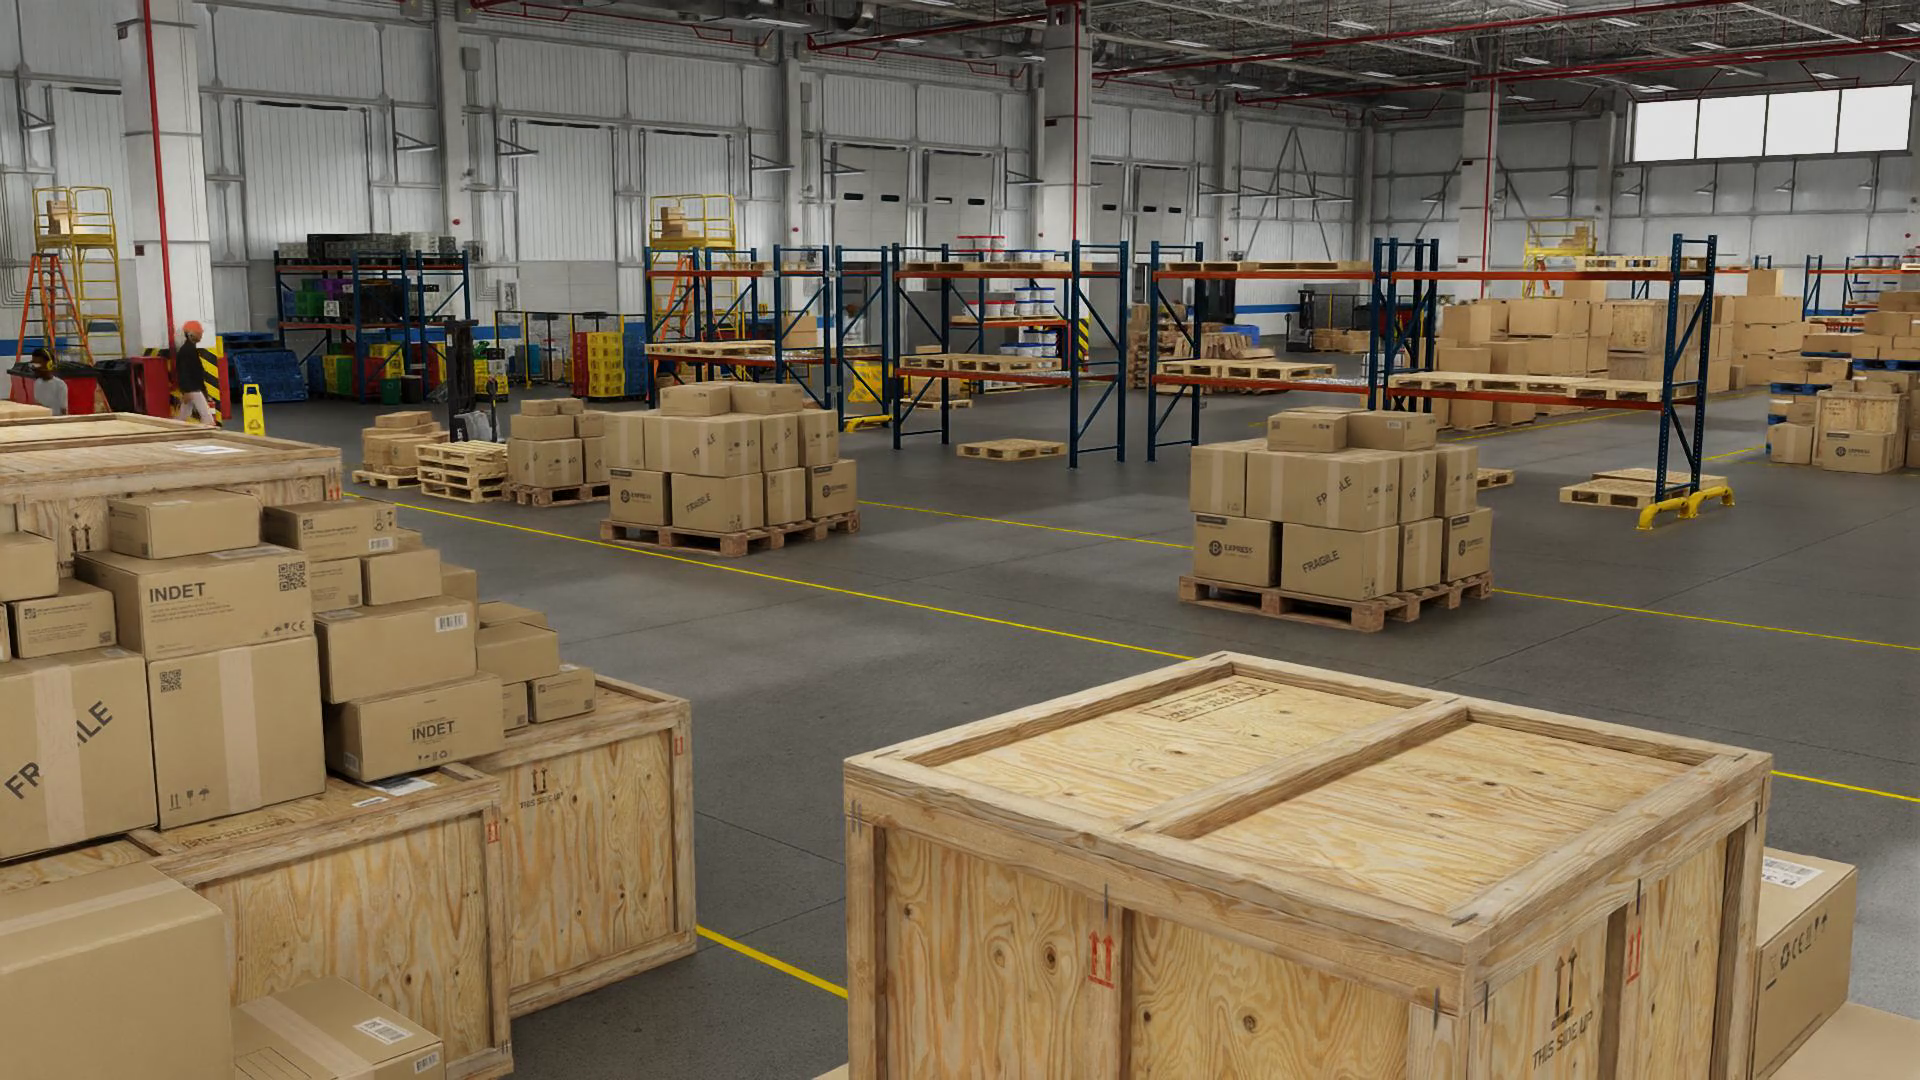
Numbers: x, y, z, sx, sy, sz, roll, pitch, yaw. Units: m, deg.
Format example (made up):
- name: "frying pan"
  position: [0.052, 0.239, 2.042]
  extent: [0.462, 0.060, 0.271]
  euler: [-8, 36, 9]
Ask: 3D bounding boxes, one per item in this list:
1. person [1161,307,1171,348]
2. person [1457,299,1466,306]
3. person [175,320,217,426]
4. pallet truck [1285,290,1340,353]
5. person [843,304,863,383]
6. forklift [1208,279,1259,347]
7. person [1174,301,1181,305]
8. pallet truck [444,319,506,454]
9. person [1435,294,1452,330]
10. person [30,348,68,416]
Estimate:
- name: "person"
  position: [5.116, -5.022, 41.880]
  extent: [0.636, 1.726, 0.490]
  euler: [2, 9, 12]
- name: "person"
  position: [12.636, -5.115, 41.896]
  extent: [0.605, 1.898, 0.662]
  euler: [-1, 9, -6]
- name: "person"
  position: [-10.782, -2.134, 23.511]
  extent: [1.044, 1.935, 0.647]
  euler: [-4, 10, -22]
- name: "pallet truck"
  position: [11.297, -6.951, 52.861]
  extent: [1.885, 1.965, 0.823]
  euler: [-5, 11, -29]
- name: "person"
  position: [-2.556, -4.543, 38.594]
  extent: [0.599, 1.833, 0.968]
  euler: [2, 10, 13]
- name: "forklift"
  position: [7.279, -6.285, 46.080]
  extent: [1.873, 2.768, 1.129]
  euler: [9, 13, 43]
- name: "person"
  position: [7.089, -6.976, 54.198]
  extent: [0.542, 1.599, 0.806]
  euler: [-2, 9, -11]
- name: "pallet truck"
  position: [-6.981, -1.942, 22.150]
  extent: [1.885, 1.965, 0.823]
  euler: [1, 9, 9]
- name: "person"
  position: [14.204, -6.277, 49.013]
  extent: [0.654, 1.901, 0.896]
  euler: [2, 10, 14]
- name: "person"
  position: [-9.280, -1.015, 16.889]
  extent: [0.552, 1.857, 0.494]
  euler: [4, 10, 25]
